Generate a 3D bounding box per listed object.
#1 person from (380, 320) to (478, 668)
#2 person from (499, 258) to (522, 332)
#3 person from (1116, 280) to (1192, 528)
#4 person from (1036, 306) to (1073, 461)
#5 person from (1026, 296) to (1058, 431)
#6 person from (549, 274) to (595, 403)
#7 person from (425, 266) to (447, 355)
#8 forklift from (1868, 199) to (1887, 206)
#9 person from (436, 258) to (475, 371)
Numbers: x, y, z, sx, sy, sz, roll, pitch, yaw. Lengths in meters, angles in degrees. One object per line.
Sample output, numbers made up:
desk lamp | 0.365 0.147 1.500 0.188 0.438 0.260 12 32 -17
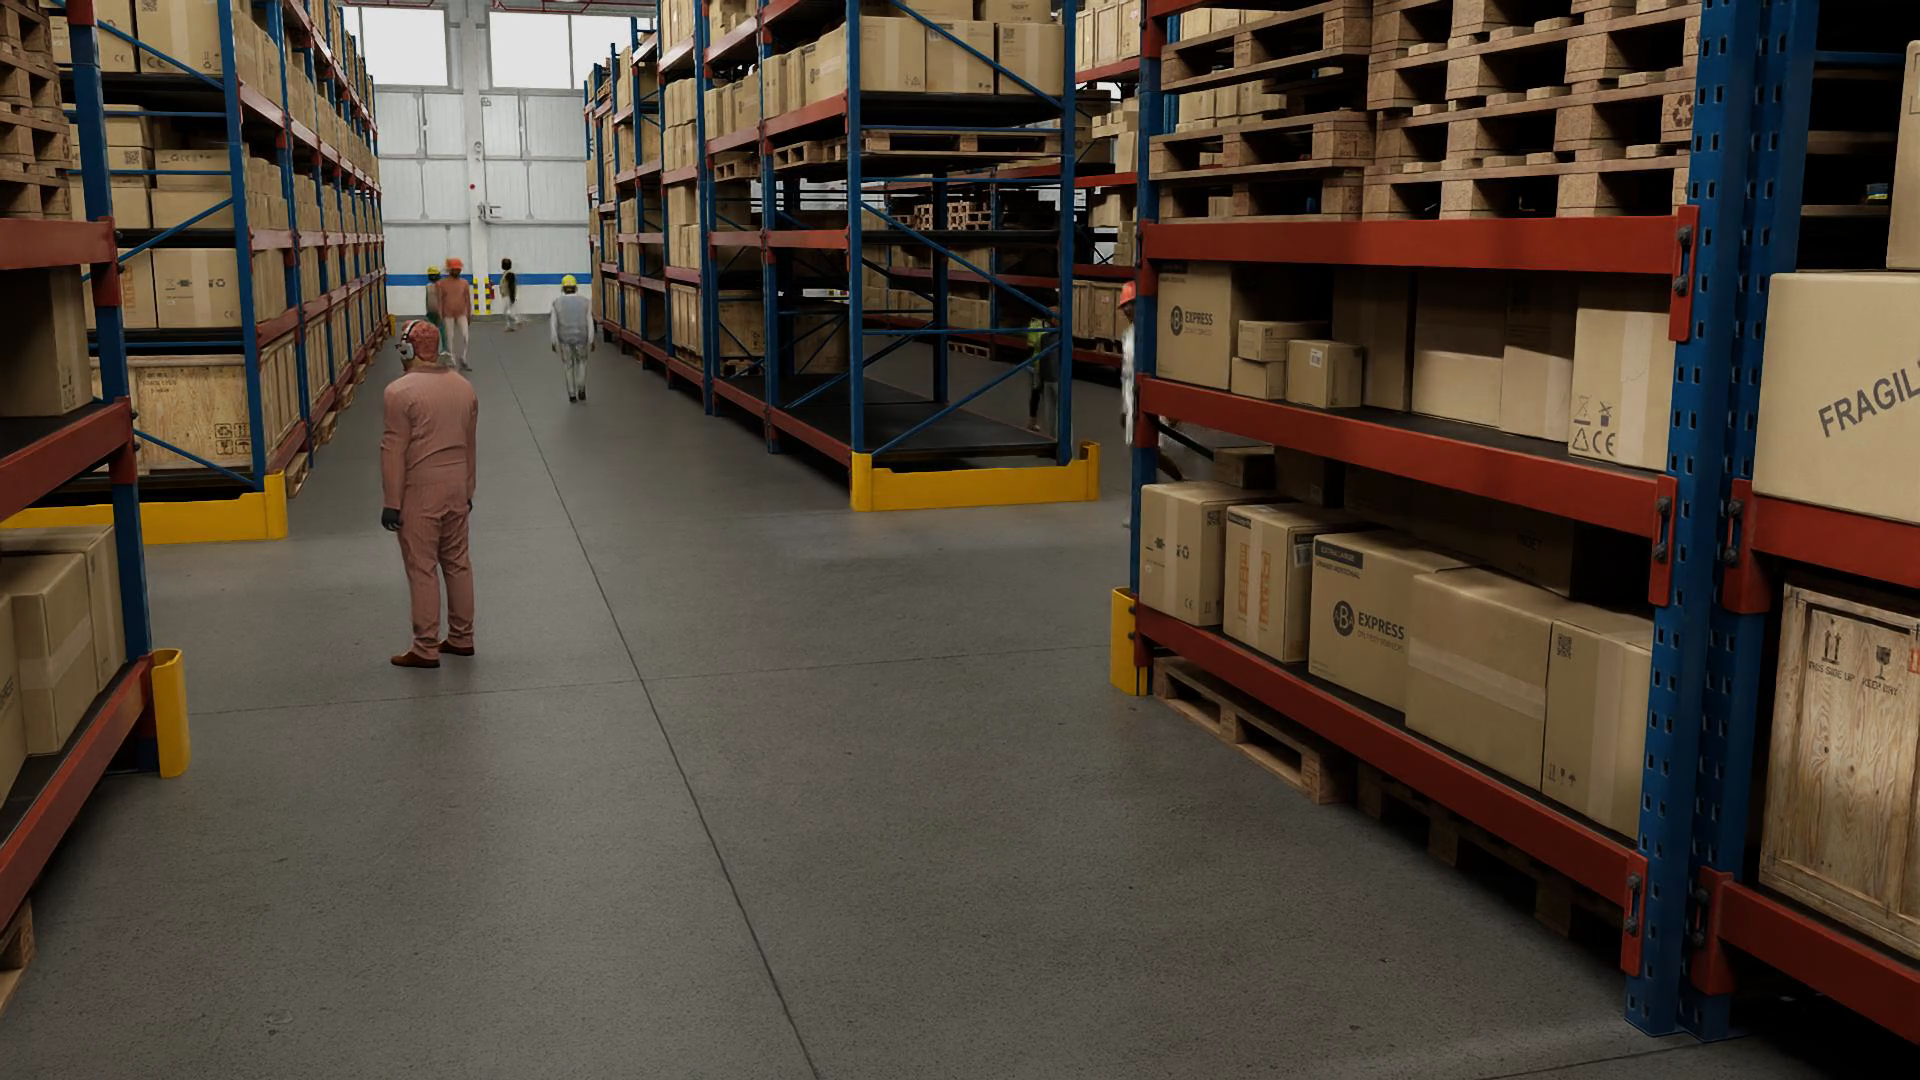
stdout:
person | -2.934 -0.254 9.162 0.400 1.901 0.643 5 11 25
person | -11.131 -6.022 40.962 0.443 1.826 0.634 -4 11 -19
person | 1.572 -1.109 13.554 0.661 2.001 0.636 -7 12 -33
person | 1.006 -1.652 17.581 0.289 1.627 0.498 -7 13 -35
person | 1.038 -2.093 19.928 0.546 1.643 0.884 -3 11 -17
person | -5.545 -2.876 23.766 0.617 1.806 0.715 -3 11 -15
person | -10.433 -4.551 33.078 0.533 1.767 0.312 6 12 29
forklift | 11.338 -2.915 21.052 1.129 2.768 1.873 -3 11 -17
person | -8.825 -3.915 29.063 0.660 1.966 0.725 -7 12 -32
